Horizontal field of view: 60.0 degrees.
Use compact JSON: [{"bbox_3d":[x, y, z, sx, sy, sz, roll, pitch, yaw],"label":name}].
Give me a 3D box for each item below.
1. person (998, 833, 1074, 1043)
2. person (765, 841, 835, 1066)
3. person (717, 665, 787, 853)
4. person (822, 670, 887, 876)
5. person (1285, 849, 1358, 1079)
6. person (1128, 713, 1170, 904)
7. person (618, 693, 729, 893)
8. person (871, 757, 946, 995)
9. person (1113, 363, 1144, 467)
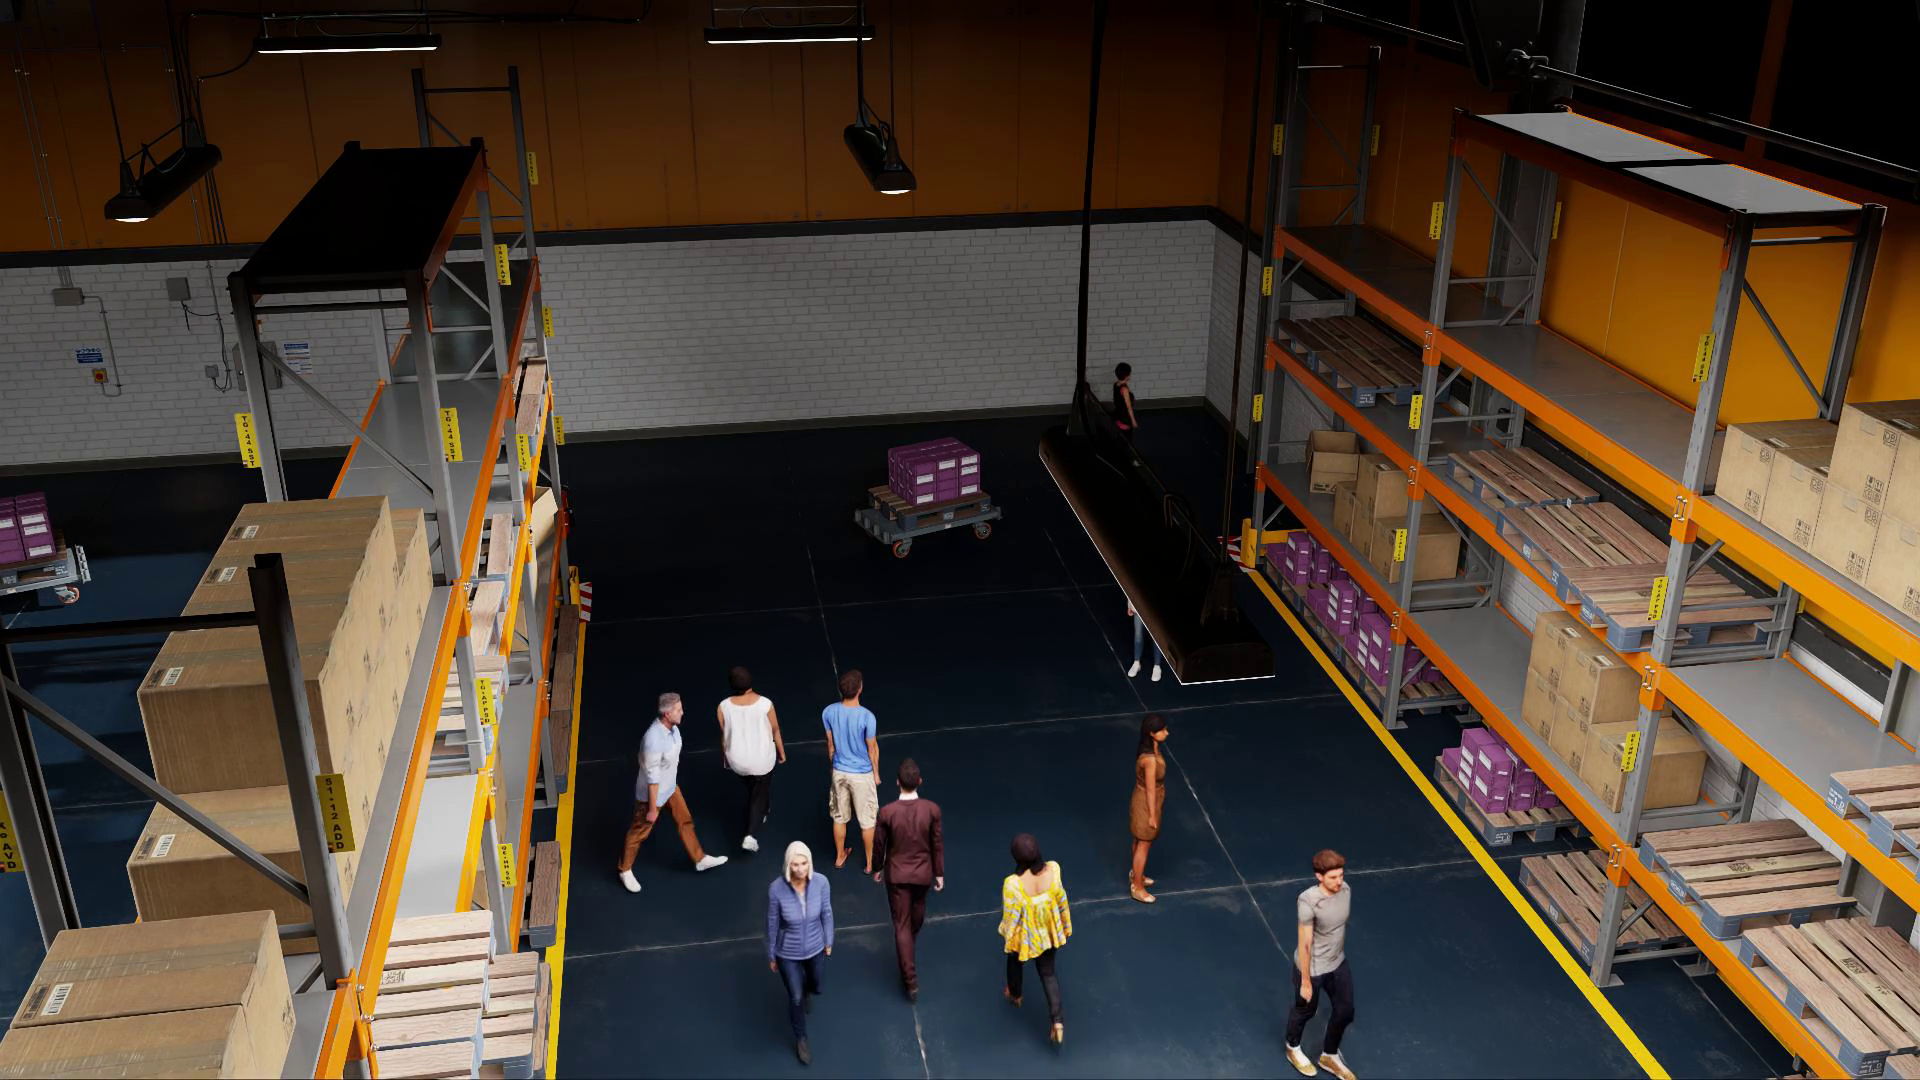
[{"bbox_3d":[0.565,2.900,12.040,0.842,1.614,1.119,-8,25,-18],"label":"person"},{"bbox_3d":[-1.169,2.876,11.948,0.731,1.732,0.949,-7,25,-17],"label":"person"},{"bbox_3d":[-1.817,1.892,14.304,0.960,1.648,1.213,5,24,11],"label":"person"},{"bbox_3d":[-0.895,1.937,13.932,0.741,1.863,0.745,8,25,18],"label":"person"},{"bbox_3d":[2.455,2.929,11.654,0.829,1.871,0.893,-15,28,-31],"label":"person"},{"bbox_3d":[1.535,2.171,13.618,0.677,1.686,0.525,2,24,4],"label":"person"},{"bbox_3d":[-2.563,2.065,13.756,1.083,1.770,1.173,7,25,15],"label":"person"},{"bbox_3d":[-0.379,2.558,12.563,0.692,1.823,1.148,-4,24,-9],"label":"person"},{"bbox_3d":[2.153,-1.624,22.497,0.626,1.527,0.856,-6,24,-13],"label":"person"}]
